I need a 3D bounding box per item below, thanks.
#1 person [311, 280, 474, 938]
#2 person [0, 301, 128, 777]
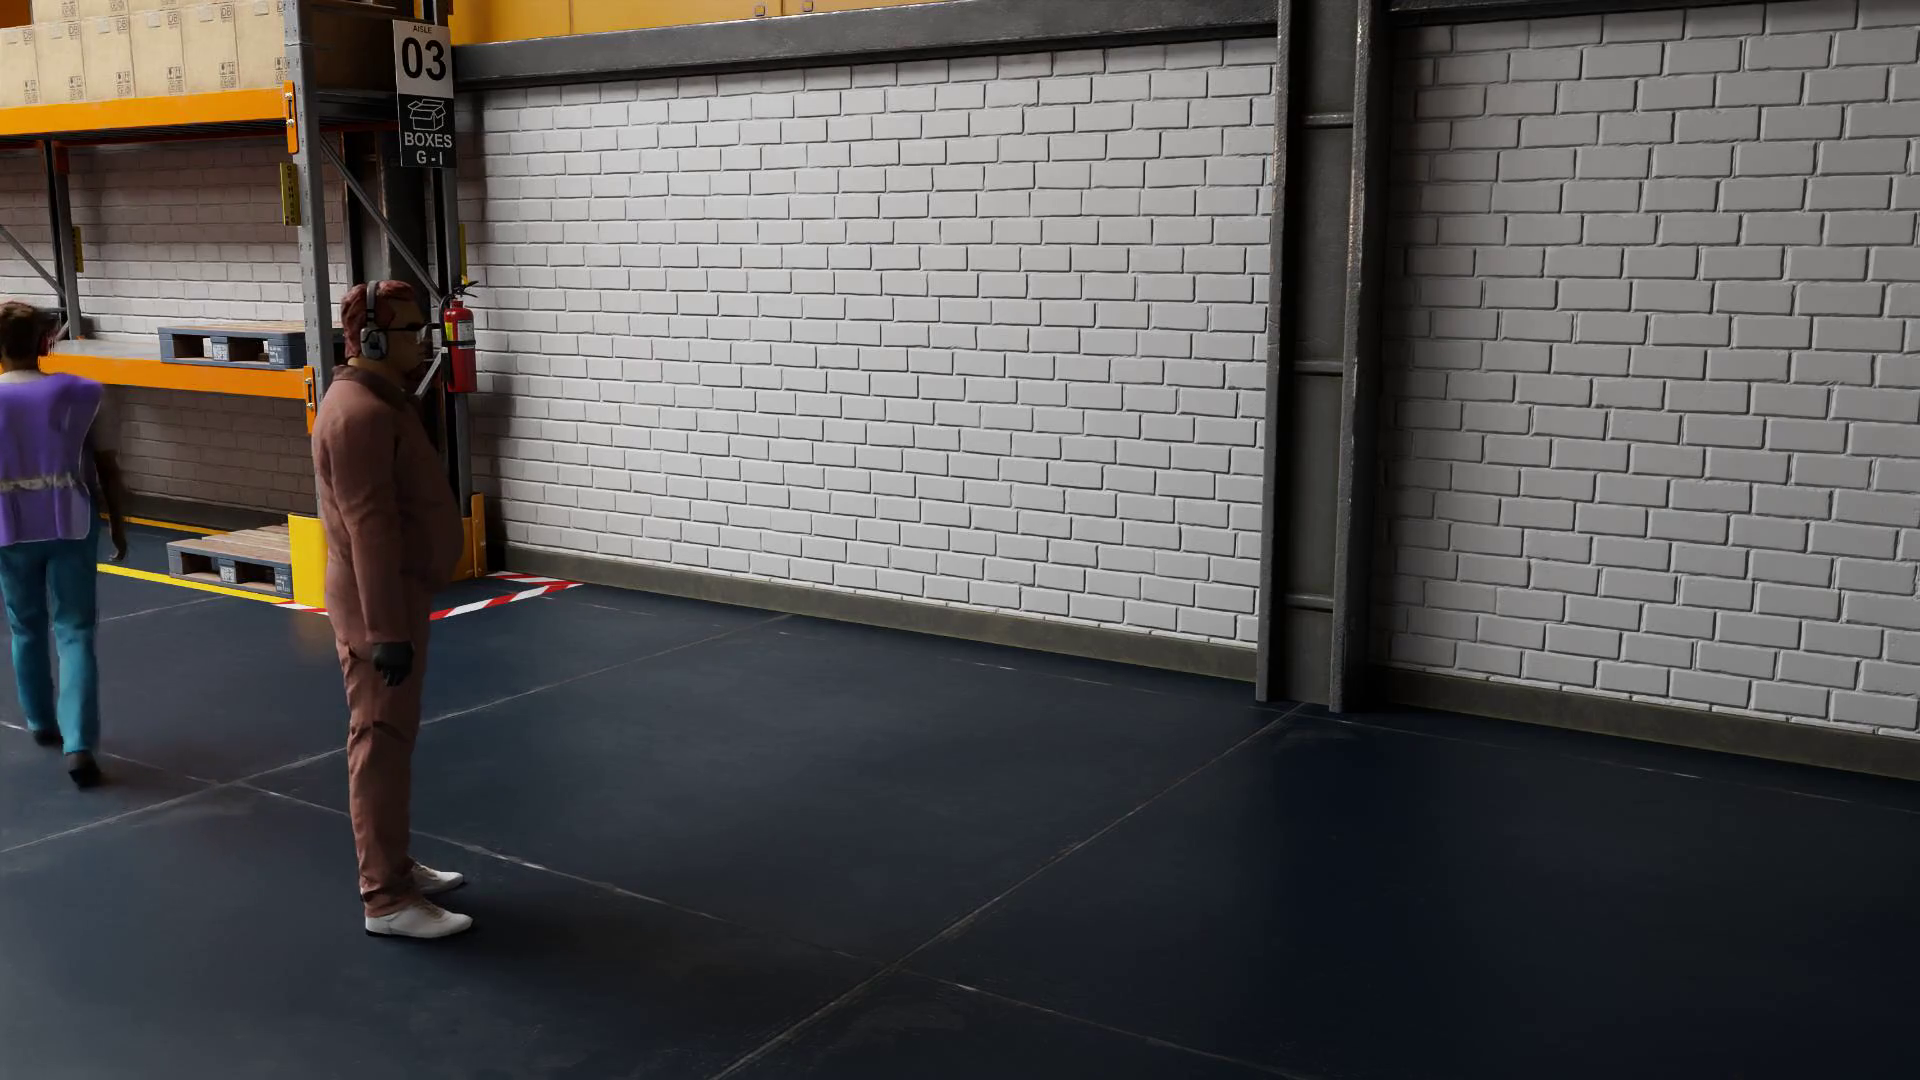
[{"bbox_3d":[-1.659,0.198,4.902,0.400,1.910,0.643,-3,11,-17],"label":"person"},{"bbox_3d":[-3.520,-0.010,6.380,0.573,1.801,0.978,-5,11,-25],"label":"person"}]
